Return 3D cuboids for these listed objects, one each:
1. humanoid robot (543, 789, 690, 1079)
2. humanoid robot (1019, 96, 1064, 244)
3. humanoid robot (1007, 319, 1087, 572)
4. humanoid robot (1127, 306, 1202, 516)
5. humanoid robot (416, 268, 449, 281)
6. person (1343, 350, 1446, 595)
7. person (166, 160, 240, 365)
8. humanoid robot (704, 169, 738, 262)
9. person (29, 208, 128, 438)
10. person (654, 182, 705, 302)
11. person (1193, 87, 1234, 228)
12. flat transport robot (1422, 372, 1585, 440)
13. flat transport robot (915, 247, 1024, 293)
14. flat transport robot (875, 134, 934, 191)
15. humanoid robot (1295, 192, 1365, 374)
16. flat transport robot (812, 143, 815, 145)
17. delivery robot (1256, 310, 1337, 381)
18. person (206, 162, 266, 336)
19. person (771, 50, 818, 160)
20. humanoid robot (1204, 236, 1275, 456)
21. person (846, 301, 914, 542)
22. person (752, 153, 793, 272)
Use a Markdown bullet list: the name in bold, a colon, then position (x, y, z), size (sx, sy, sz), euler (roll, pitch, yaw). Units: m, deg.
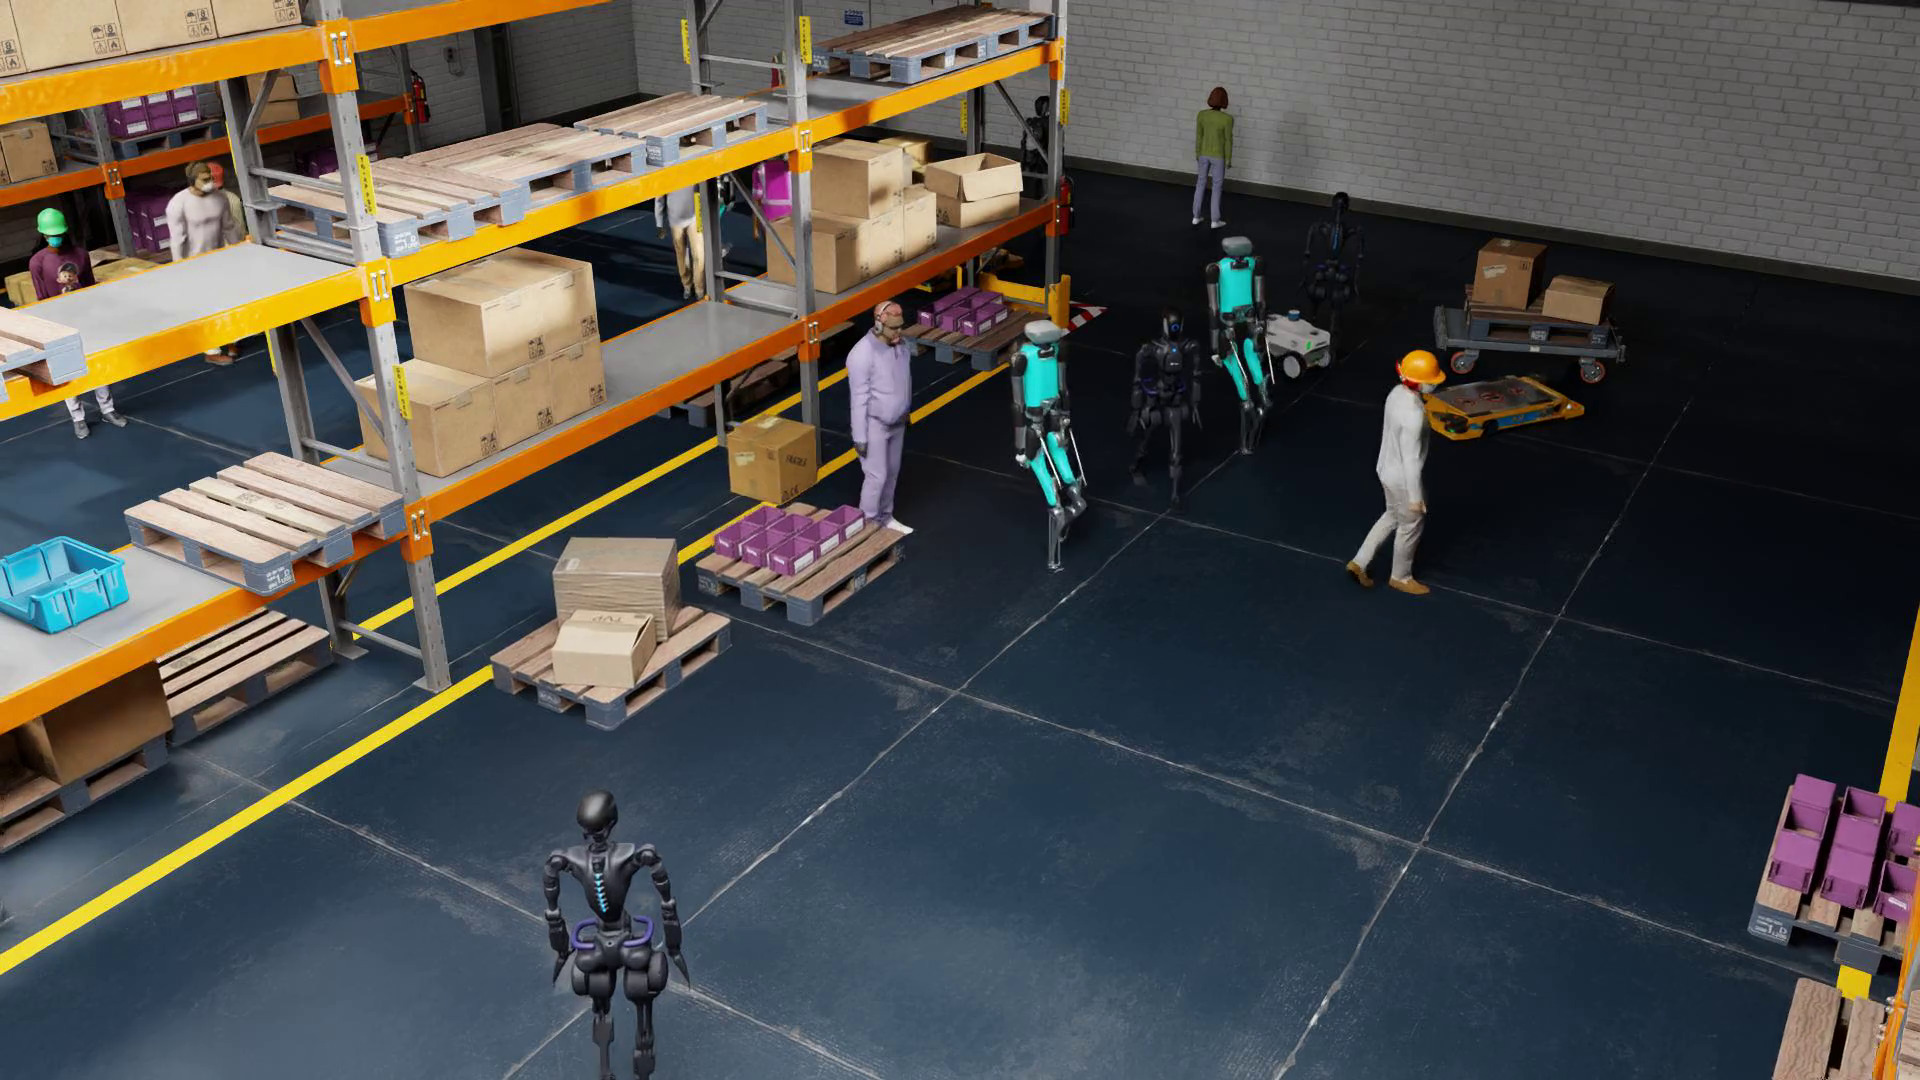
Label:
- **humanoid robot**: position (-1.472, 1.781, 7.129), size (0.601, 1.646, 0.374), euler (-2, 27, -3)
- **humanoid robot**: position (0.913, -4.246, 19.024), size (0.616, 1.638, 0.591), euler (16, 31, 29)
- **humanoid robot**: position (0.743, -0.639, 11.878), size (0.531, 1.805, 0.797), euler (-22, 34, -36)
- **humanoid robot**: position (1.562, -1.053, 12.788), size (0.590, 1.627, 0.824), euler (-7, 28, -13)
- **humanoid robot**: position (-5.251, -2.879, 16.299), size (0.599, 1.657, 0.315), euler (10, 29, 19)
- **person**: position (2.994, -0.456, 11.348), size (0.629, 1.854, 0.634), euler (-2, 27, -5)
- **person**: position (-6.995, -2.582, 15.490), size (0.435, 1.925, 0.655), euler (14, 30, 26)
- **humanoid robot**: position (-2.687, -3.697, 17.847), size (0.555, 1.728, 1.012), euler (7, 28, 13)
- **person**: position (-7.436, -1.838, 13.965), size (0.424, 1.948, 0.494), euler (22, 34, 36)
- **person**: position (-2.813, -3.244, 16.973), size (0.595, 1.719, 0.764), euler (-3, 27, -6)
- **person**: position (2.978, -4.502, 19.570), size (0.495, 1.626, 0.284), euler (20, 33, 34)
- **flat transport robot**: position (4.668, -1.164, 14.491), size (1.431, 0.231, 0.659), euler (-12, 29, -22)
- **flat transport robot**: position (-0.026, -2.987, 18.083), size (0.659, 0.231, 1.431), euler (24, 36, 39)
- **flat transport robot**: position (-0.610, -3.819, 19.723), size (1.431, 0.231, 0.659), euler (22, 34, 36)
- **humanoid robot**: position (3.406, -2.378, 15.335), size (0.602, 1.636, 0.451), euler (6, 28, 11)
- **flat transport robot**: position (-1.402, -5.103, 22.253), size (0.659, 0.231, 1.431), euler (-18, 32, -31)
- **delivery robot**: position (3.100, -1.851, 15.516), size (0.499, 0.584, 0.783), euler (-19, 33, -33)
- **person**: position (-7.128, -2.850, 16.205), size (0.726, 1.731, 0.384), euler (22, 34, 36)
- **person**: position (-2.128, -5.669, 21.632), size (0.633, 1.841, 0.429), euler (-4, 27, -8)
- **humanoid robot**: position (2.347, -1.513, 13.615), size (0.552, 1.821, 0.798), euler (-8, 28, -16)
- **person**: position (-0.539, -0.838, 12.069), size (0.402, 1.888, 0.688), euler (17, 31, 30)
- **person**: position (-1.842, -3.237, 16.849), size (0.548, 1.826, 0.619), euler (-4, 27, -7)
